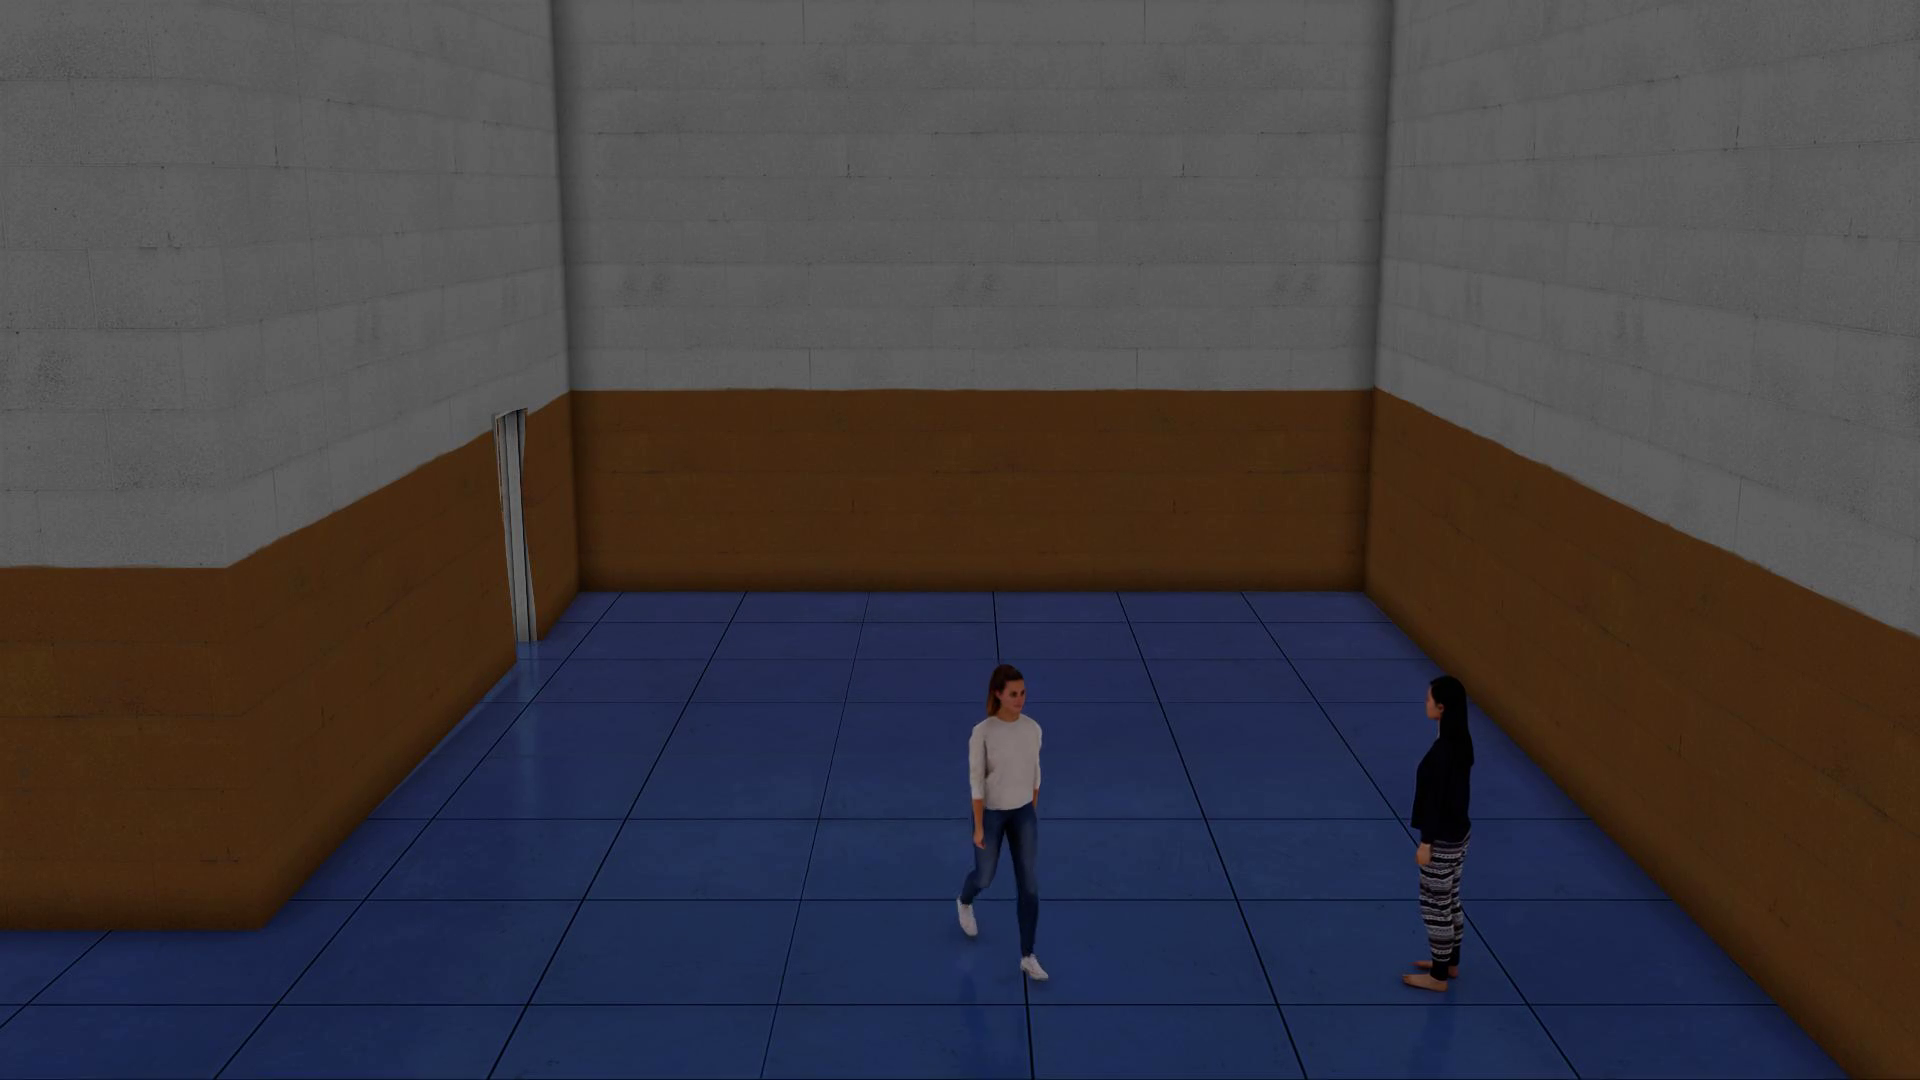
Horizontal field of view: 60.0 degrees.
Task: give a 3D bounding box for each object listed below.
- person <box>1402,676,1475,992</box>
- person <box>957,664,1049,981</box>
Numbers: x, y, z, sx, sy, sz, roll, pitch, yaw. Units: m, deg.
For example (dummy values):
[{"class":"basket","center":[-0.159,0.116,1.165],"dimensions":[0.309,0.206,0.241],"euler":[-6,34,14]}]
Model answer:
[{"class":"person","center":[2.612,1.566,8.950],"dimensions":[0.684,1.733,0.676],"euler":[7,14,31]},{"class":"person","center":[0.199,1.531,9.226],"dimensions":[1.127,1.687,0.928],"euler":[-4,13,-19]}]
